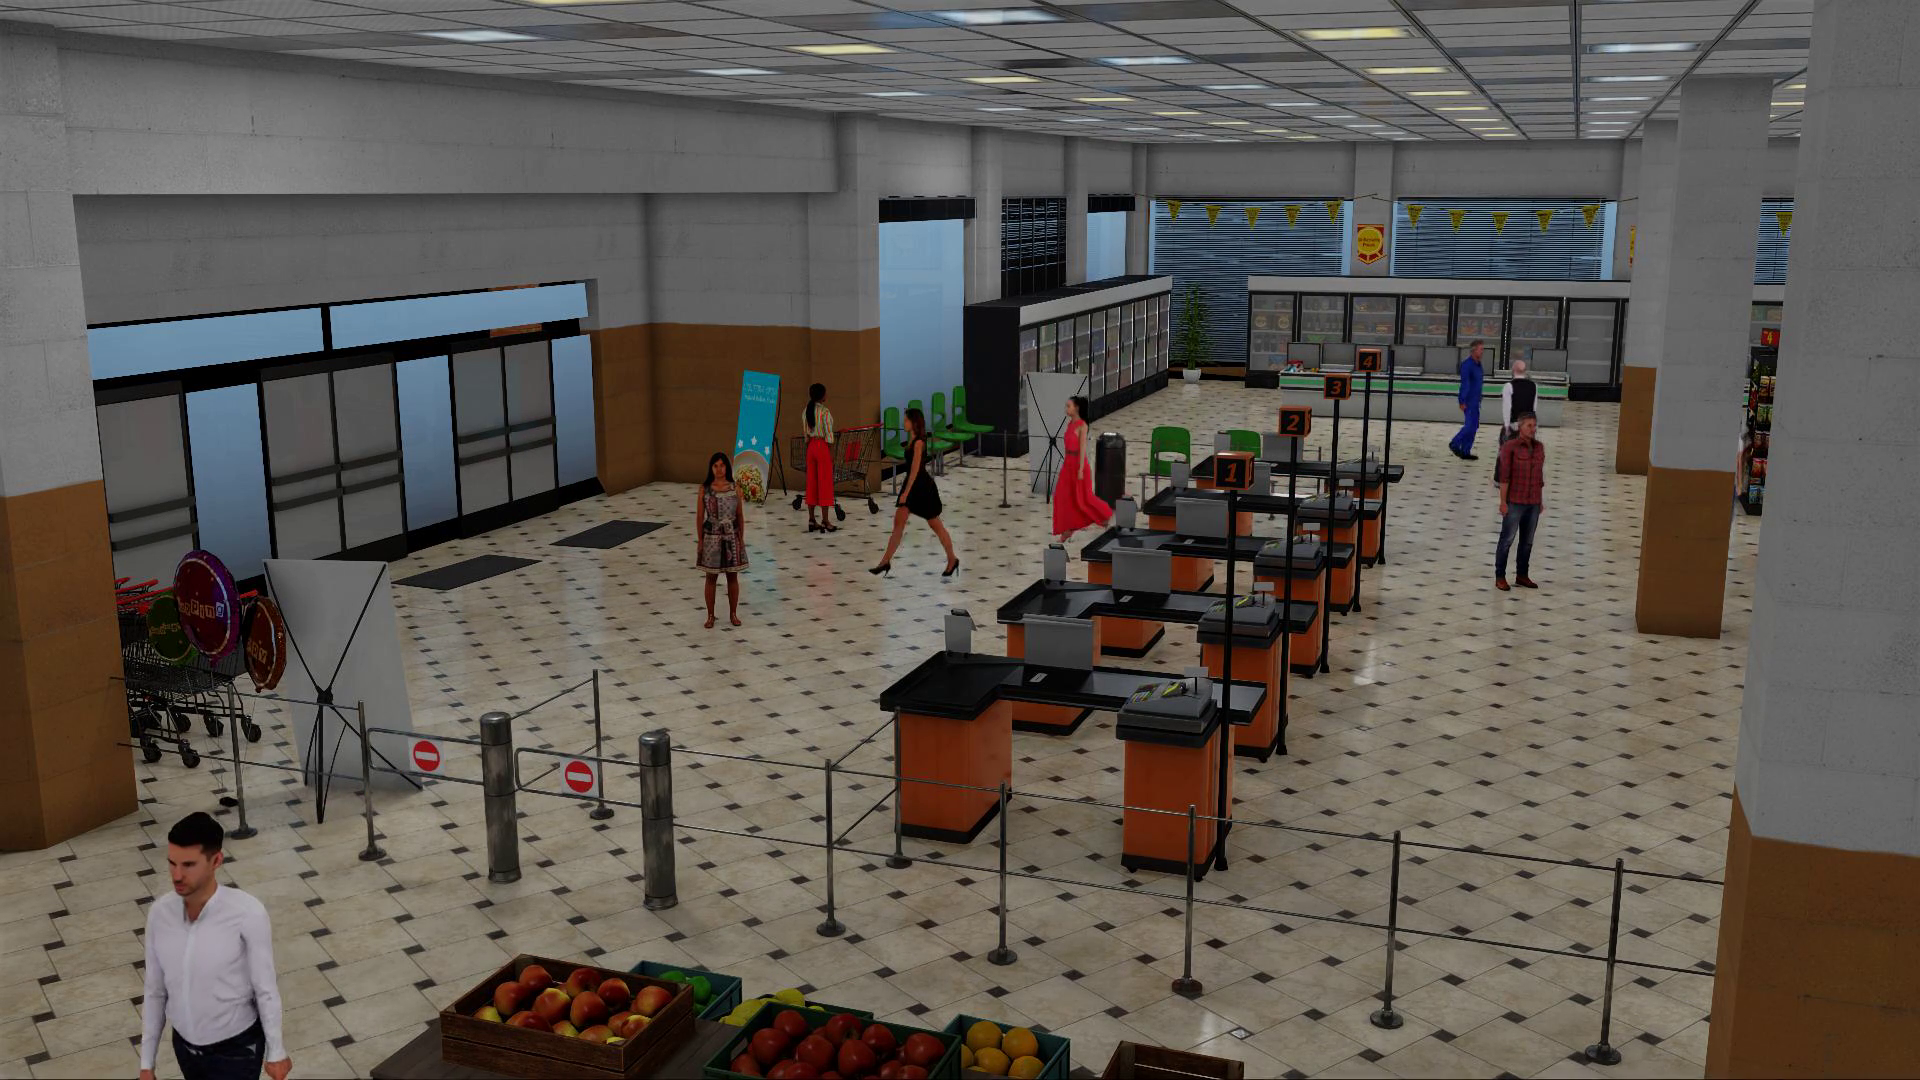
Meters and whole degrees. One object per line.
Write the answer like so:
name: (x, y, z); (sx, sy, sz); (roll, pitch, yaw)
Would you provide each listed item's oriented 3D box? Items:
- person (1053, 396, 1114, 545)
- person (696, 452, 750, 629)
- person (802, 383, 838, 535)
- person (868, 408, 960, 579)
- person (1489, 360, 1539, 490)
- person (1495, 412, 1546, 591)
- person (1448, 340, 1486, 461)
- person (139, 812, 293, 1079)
person: (1.415, -0.790, 19.166); (1.020, 1.703, 1.003); (-7, 14, -29)
person: (-2.237, -0.010, 15.602); (0.679, 1.645, 0.783); (-3, 12, -16)
person: (-1.681, -0.981, 19.854); (0.550, 1.793, 0.704); (8, 14, 34)
person: (-0.319, -0.425, 17.261); (1.225, 1.773, 1.062); (-4, 12, -18)
person: (7.473, -1.452, 22.133); (1.275, 1.775, 1.157); (-2, 12, -9)
person: (5.759, -0.416, 17.077); (0.722, 1.831, 0.818); (-4, 13, -18)
person: (7.628, -2.105, 25.141); (0.860, 1.815, 0.870); (10, 16, 40)
person: (-2.715, 1.875, 6.238); (1.242, 1.815, 0.815); (3, 12, 15)
